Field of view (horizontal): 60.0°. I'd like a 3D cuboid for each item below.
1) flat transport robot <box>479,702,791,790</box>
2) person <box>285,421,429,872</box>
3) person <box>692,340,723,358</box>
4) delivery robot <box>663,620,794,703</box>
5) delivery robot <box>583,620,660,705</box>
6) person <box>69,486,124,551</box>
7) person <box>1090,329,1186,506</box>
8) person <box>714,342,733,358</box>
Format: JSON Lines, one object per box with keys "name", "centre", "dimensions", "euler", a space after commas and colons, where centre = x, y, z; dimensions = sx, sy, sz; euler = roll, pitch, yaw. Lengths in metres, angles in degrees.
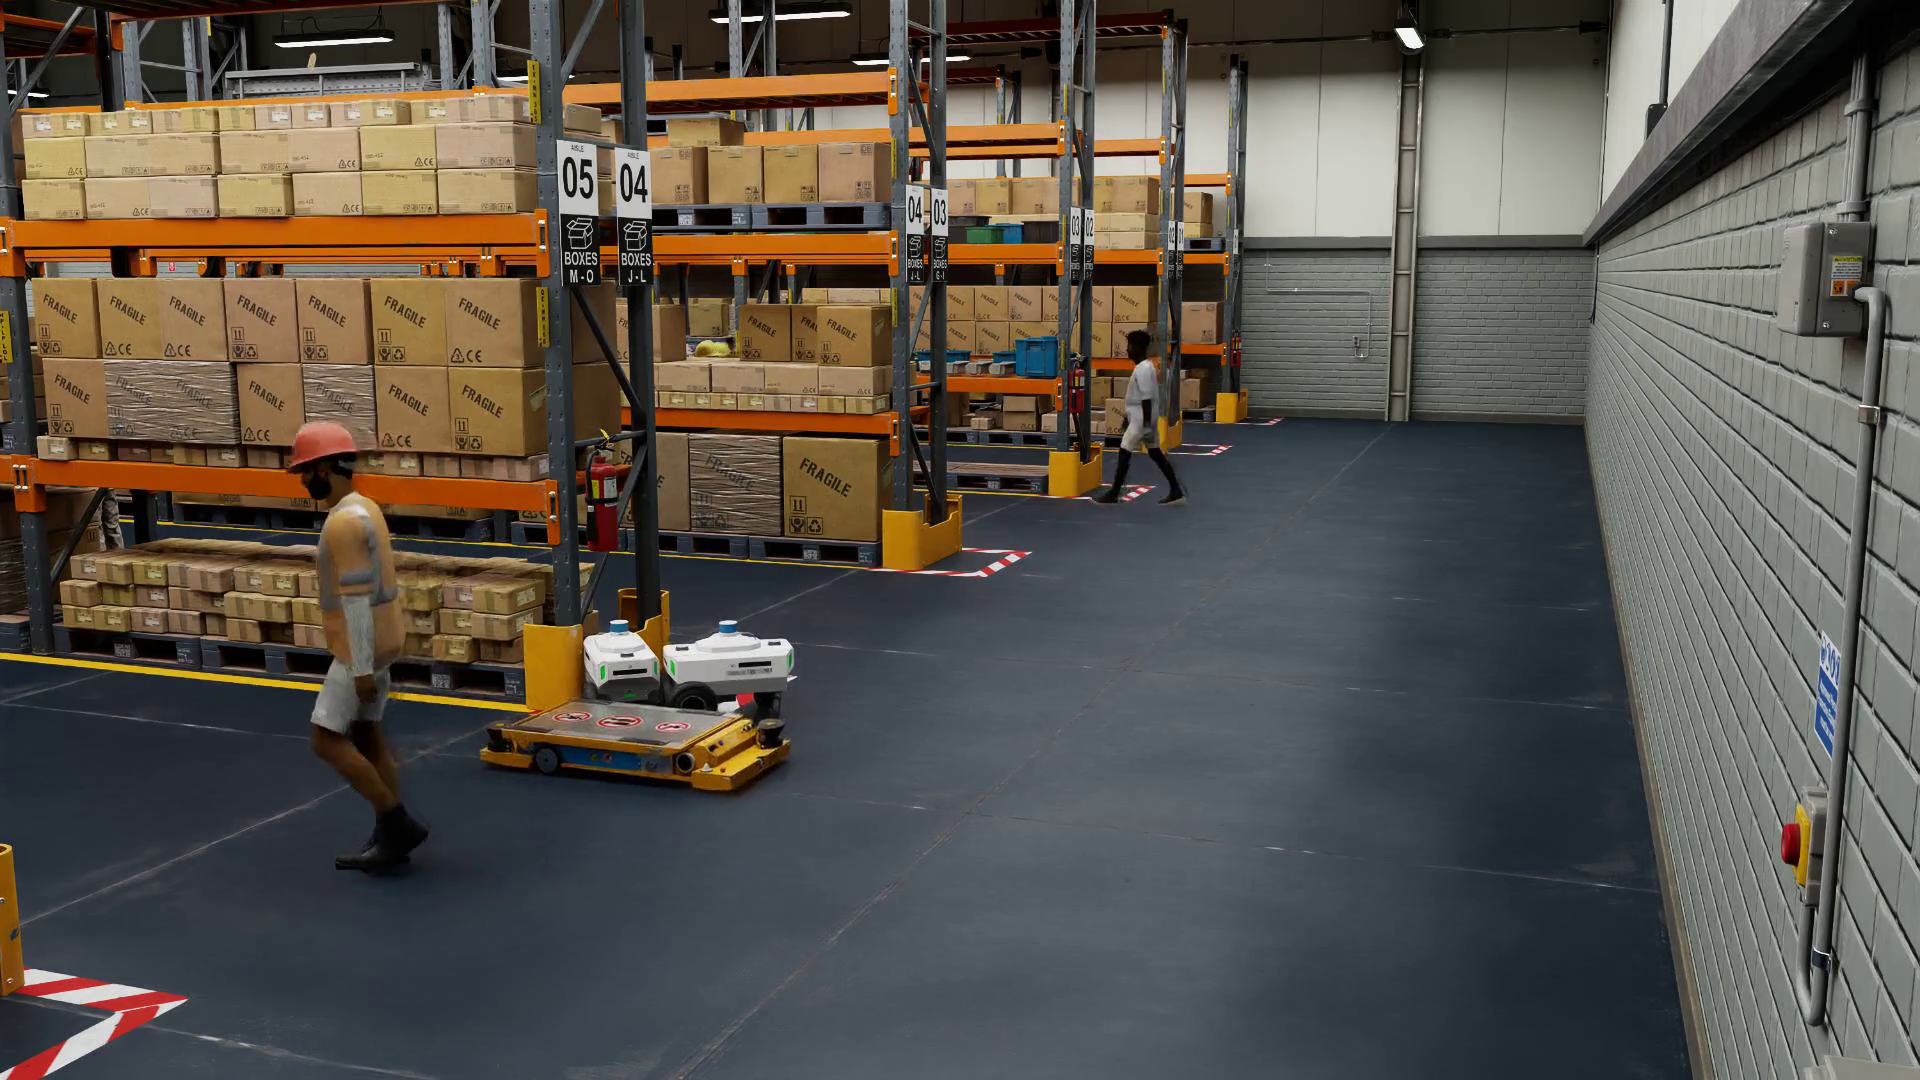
{"name": "flat transport robot", "centre": [-1.649, 1.021, 8.456], "dimensions": [1.431, 0.197, 0.652], "euler": [3, 10, 20]}
{"name": "person", "centre": [-2.540, 0.454, 6.948], "dimensions": [0.471, 1.903, 0.548], "euler": [-1, 9, -9]}
{"name": "person", "centre": [-2.531, -1.092, 16.767], "dimensions": [0.404, 1.836, 0.598], "euler": [5, 10, 28]}
{"name": "delivery robot", "centre": [-1.292, 0.695, 9.315], "dimensions": [0.707, 0.478, 0.477], "euler": [-2, 9, -15]}
{"name": "delivery robot", "centre": [-1.905, 0.692, 9.333], "dimensions": [0.477, 0.478, 0.707], "euler": [-3, 10, -20]}
{"name": "person", "centre": [-6.780, -0.385, 13.010], "dimensions": [0.318, 1.630, 0.513], "euler": [1, 9, 4]}
{"name": "person", "centre": [1.965, -1.298, 17.845], "dimensions": [1.026, 1.920, 0.599], "euler": [2, 9, 15]}
{"name": "person", "centre": [-2.650, -1.293, 18.269], "dimensions": [0.554, 1.745, 0.552], "euler": [0, 9, 3]}
